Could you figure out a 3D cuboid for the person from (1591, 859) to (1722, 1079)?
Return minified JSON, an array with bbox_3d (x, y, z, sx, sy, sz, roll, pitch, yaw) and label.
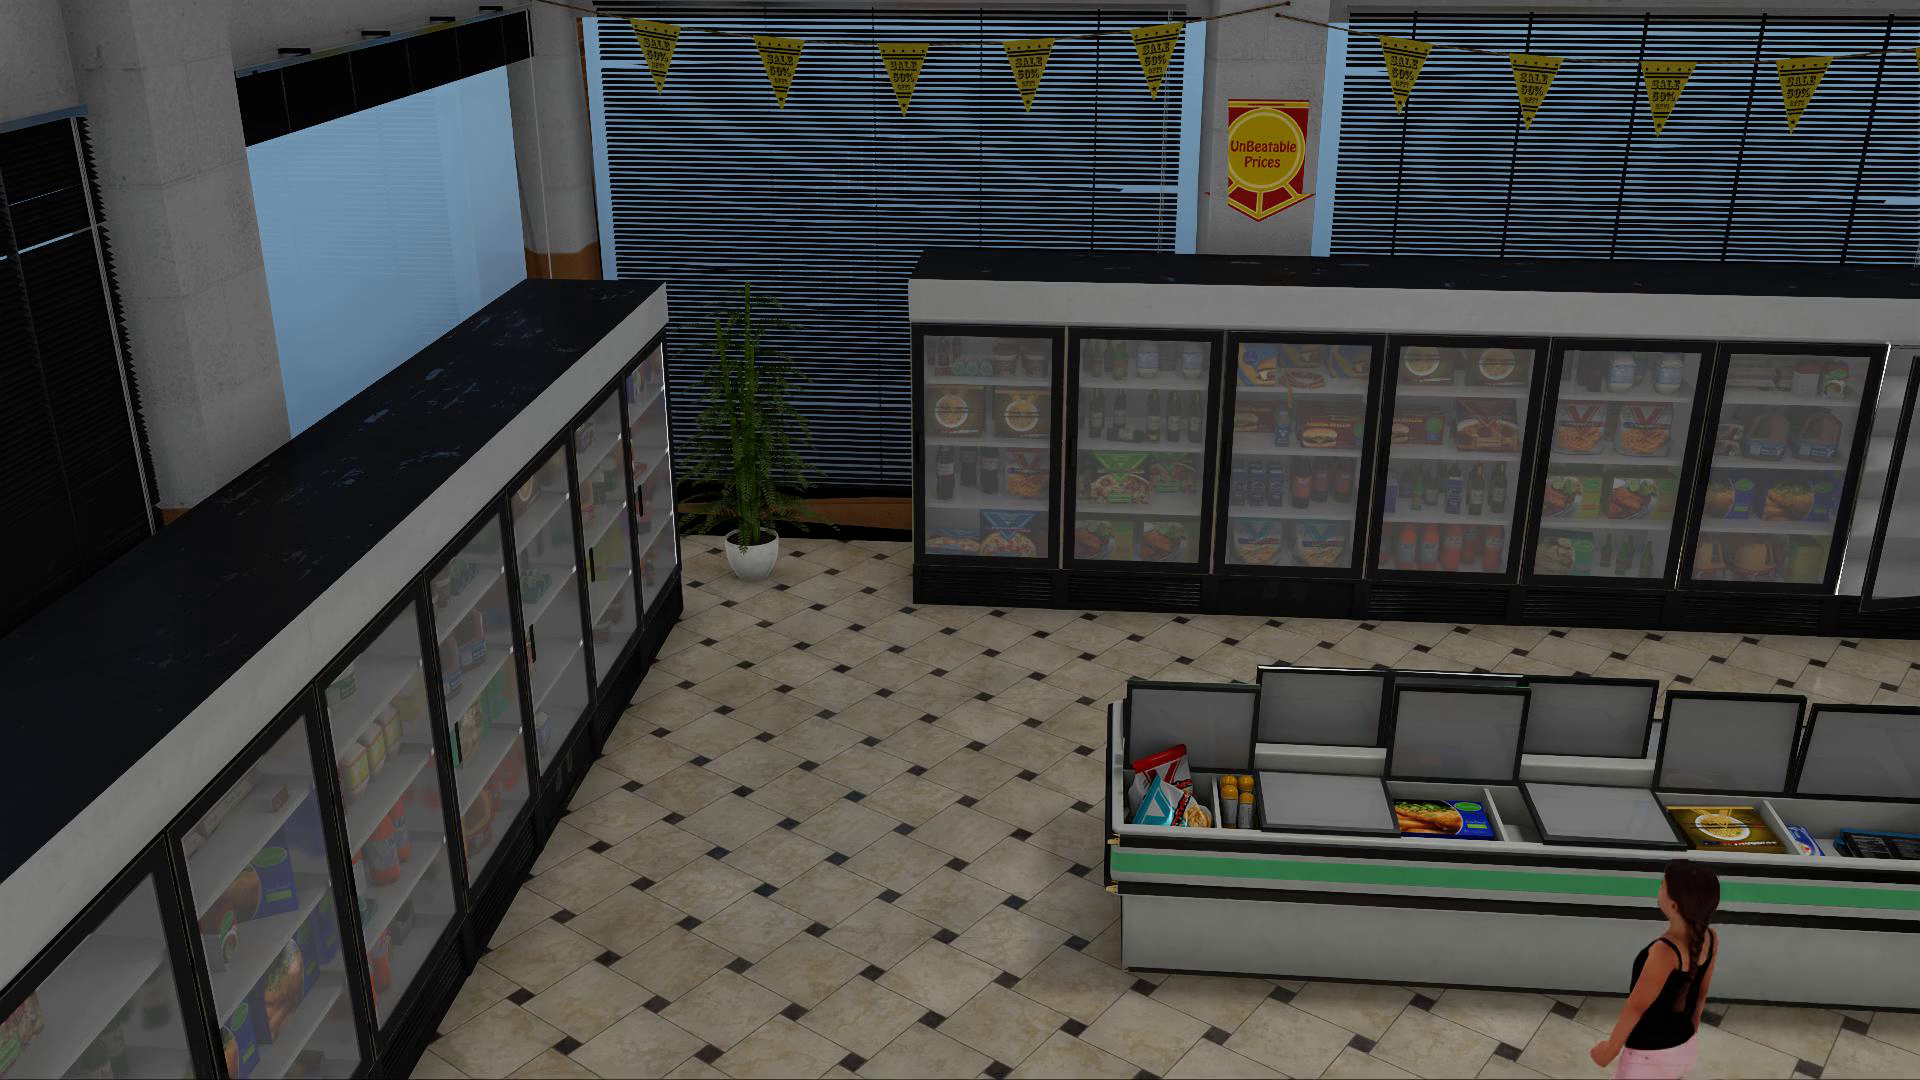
[{"bbox_3d":[2.537,1.878,5.946,0.975,1.538,0.997,-15,27,-34],"label":"person"}]
